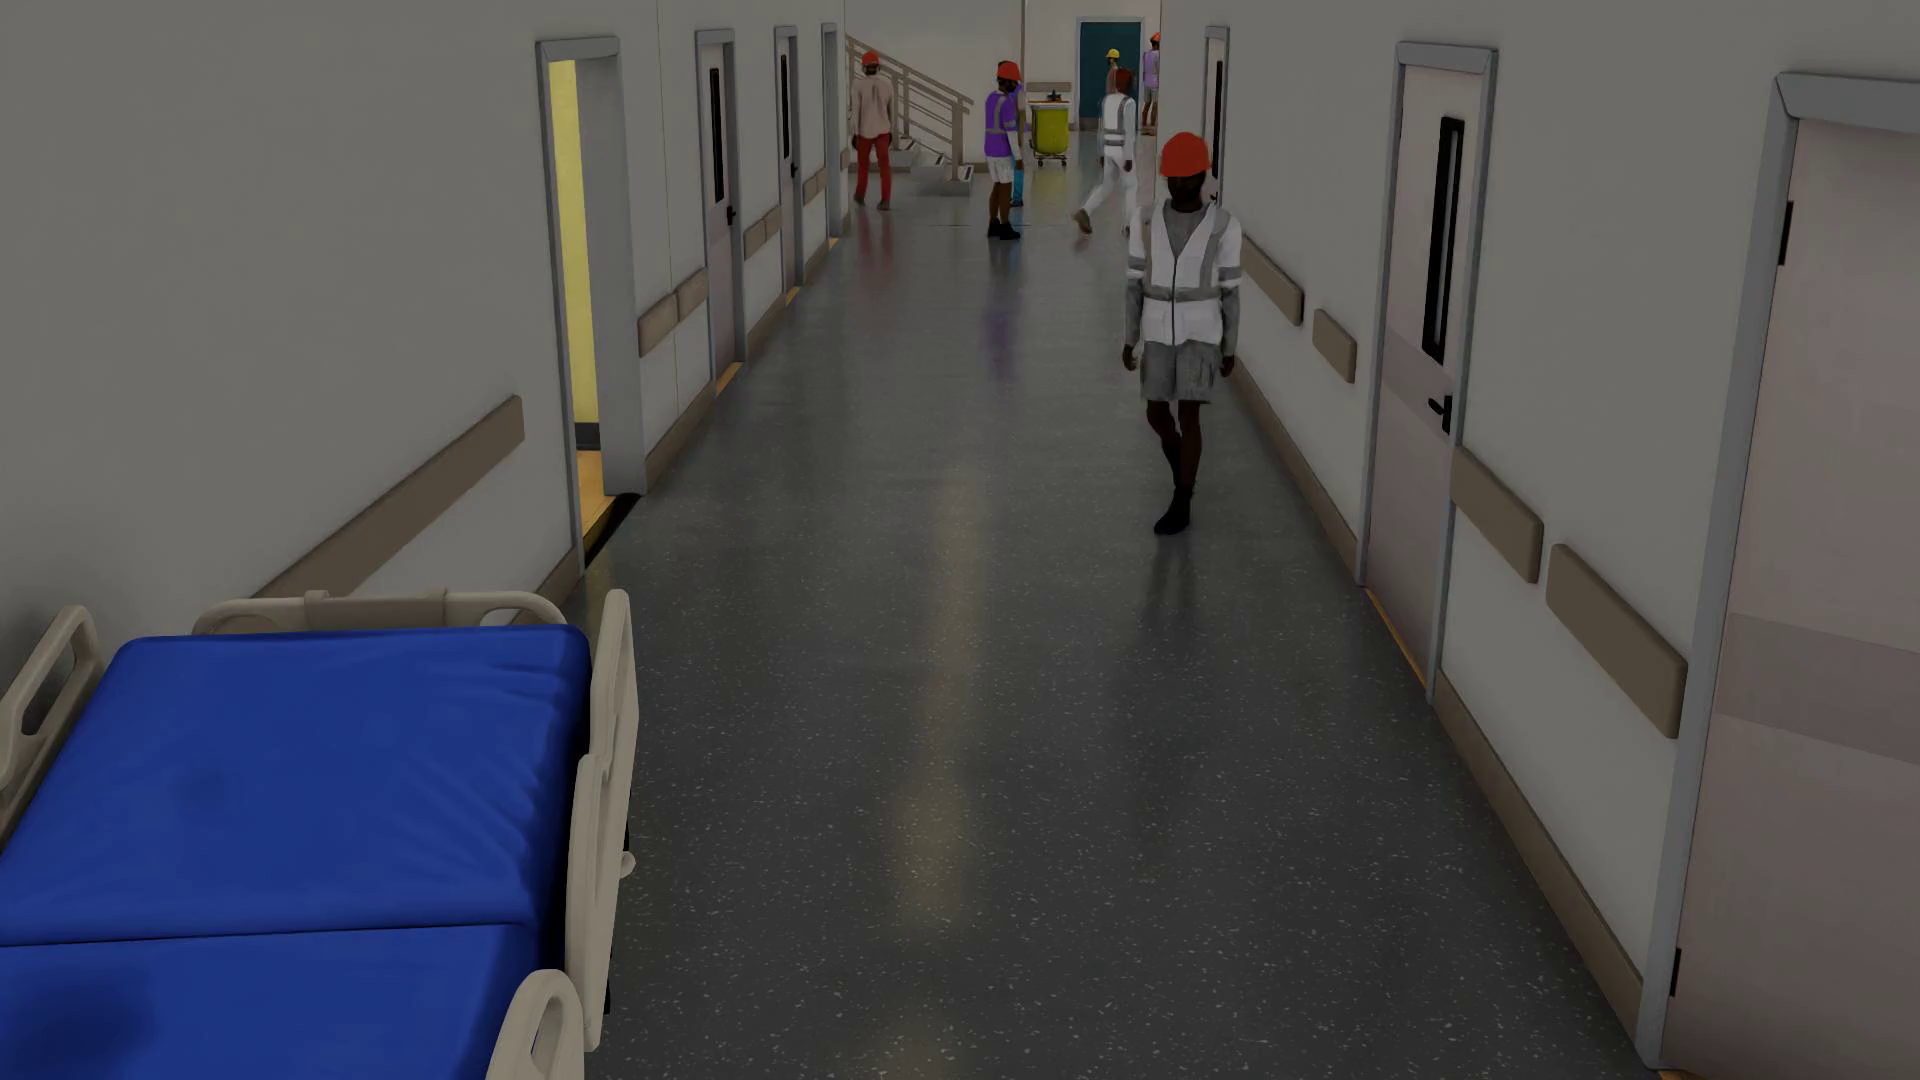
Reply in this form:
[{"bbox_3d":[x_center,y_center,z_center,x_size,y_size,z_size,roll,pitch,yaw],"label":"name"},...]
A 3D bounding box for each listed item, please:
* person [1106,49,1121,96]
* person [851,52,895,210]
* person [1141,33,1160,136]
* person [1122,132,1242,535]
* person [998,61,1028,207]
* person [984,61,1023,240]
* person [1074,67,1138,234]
[{"bbox_3d":[2.850,-8.277,31.147,0.297,1.772,0.533,1,18,3],"label":"person"},{"bbox_3d":[-1.110,-5.220,21.245,0.648,1.944,1.010,-7,19,-21],"label":"person"},{"bbox_3d":[3.949,-9.237,33.746,0.408,2.033,0.612,-12,21,-32],"label":"person"},{"bbox_3d":[1.101,-1.029,8.129,0.567,1.920,0.703,7,19,21],"label":"person"},{"bbox_3d":[0.661,-5.235,21.475,0.381,1.839,0.566,-10,20,-28],"label":"person"},{"bbox_3d":[0.476,-4.275,18.317,0.402,1.925,0.554,-7,19,-21],"label":"person"},{"bbox_3d":[1.722,-4.365,18.734,0.867,1.856,0.579,-11,21,-31],"label":"person"}]
